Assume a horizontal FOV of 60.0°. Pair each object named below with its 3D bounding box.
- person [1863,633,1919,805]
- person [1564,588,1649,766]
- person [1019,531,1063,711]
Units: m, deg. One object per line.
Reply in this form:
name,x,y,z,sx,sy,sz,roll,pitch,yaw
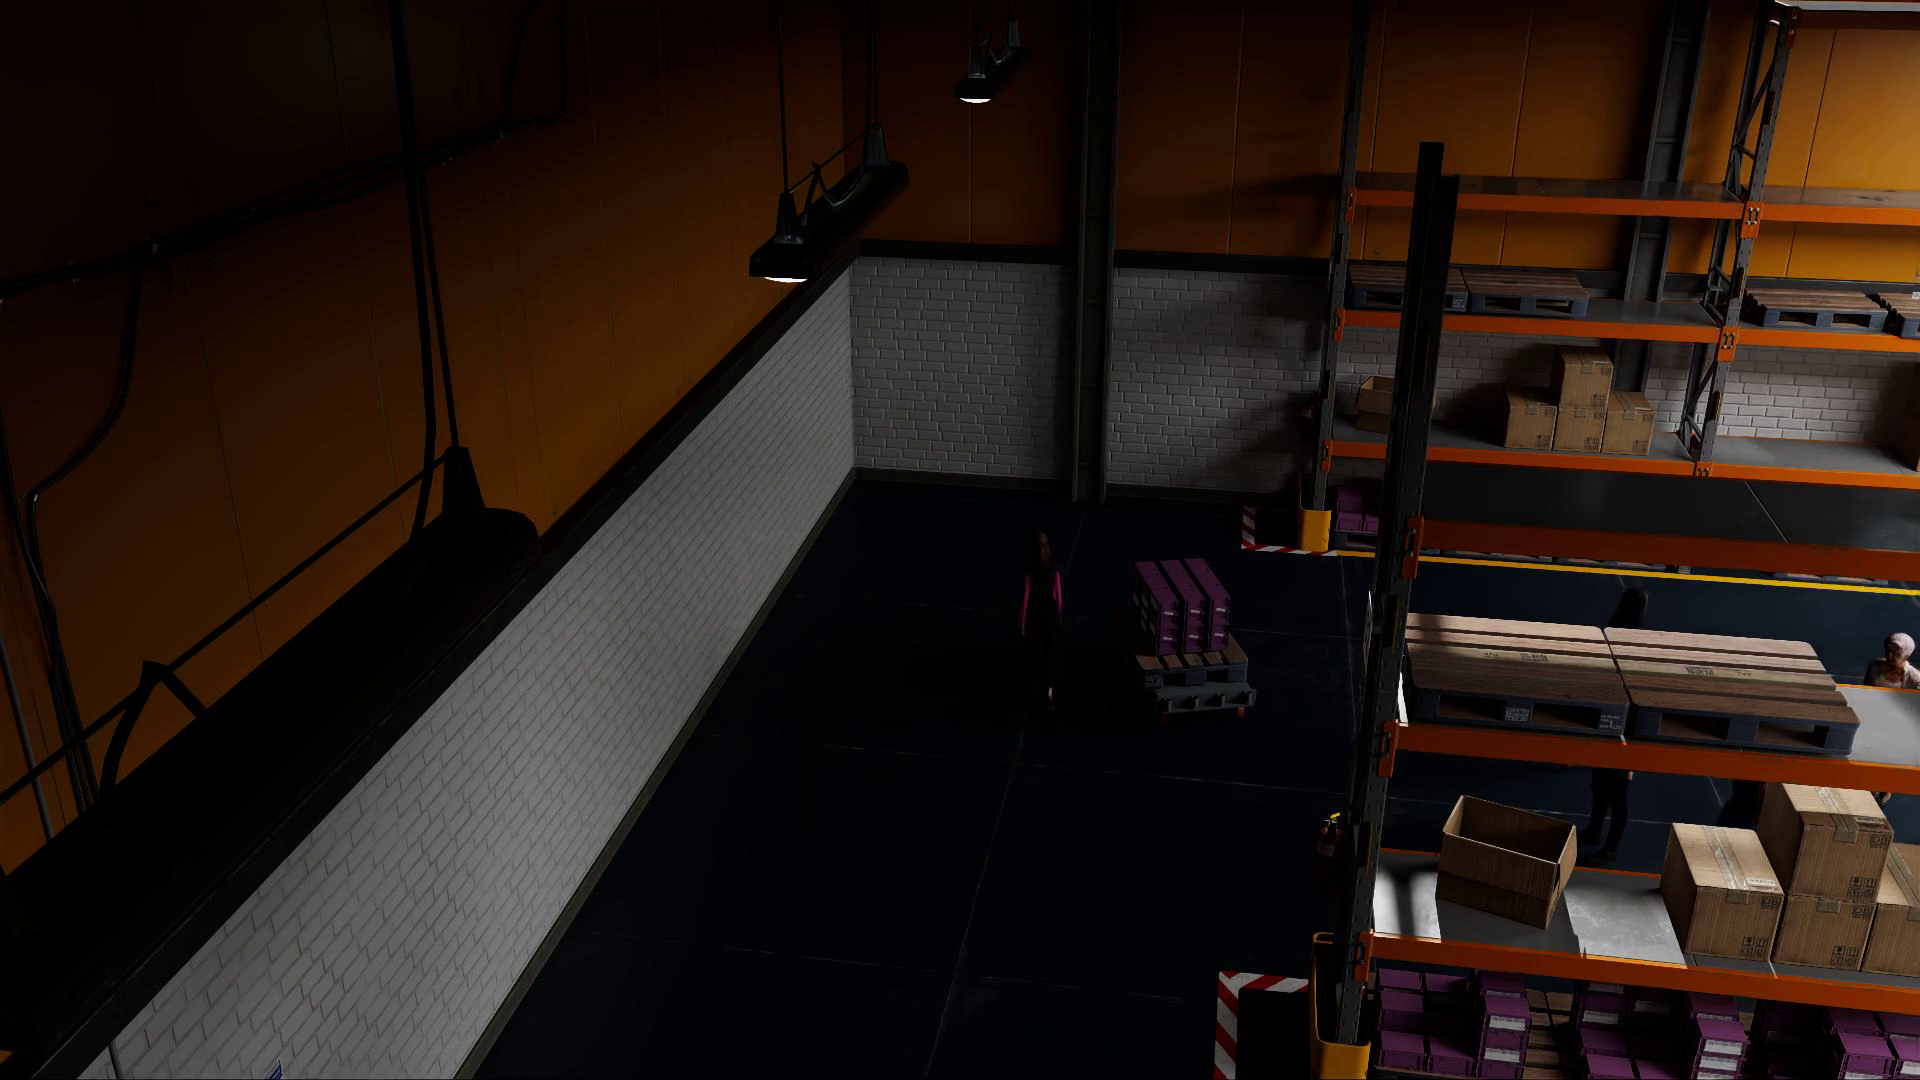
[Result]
person,7.610,1.528,13.578,1.195,1.707,1.116,-16,28,-33
person,5.585,1.231,14.313,1.301,1.663,1.090,-10,25,-21
person,0.760,0.763,15.299,0.972,1.730,0.763,-2,24,-4
